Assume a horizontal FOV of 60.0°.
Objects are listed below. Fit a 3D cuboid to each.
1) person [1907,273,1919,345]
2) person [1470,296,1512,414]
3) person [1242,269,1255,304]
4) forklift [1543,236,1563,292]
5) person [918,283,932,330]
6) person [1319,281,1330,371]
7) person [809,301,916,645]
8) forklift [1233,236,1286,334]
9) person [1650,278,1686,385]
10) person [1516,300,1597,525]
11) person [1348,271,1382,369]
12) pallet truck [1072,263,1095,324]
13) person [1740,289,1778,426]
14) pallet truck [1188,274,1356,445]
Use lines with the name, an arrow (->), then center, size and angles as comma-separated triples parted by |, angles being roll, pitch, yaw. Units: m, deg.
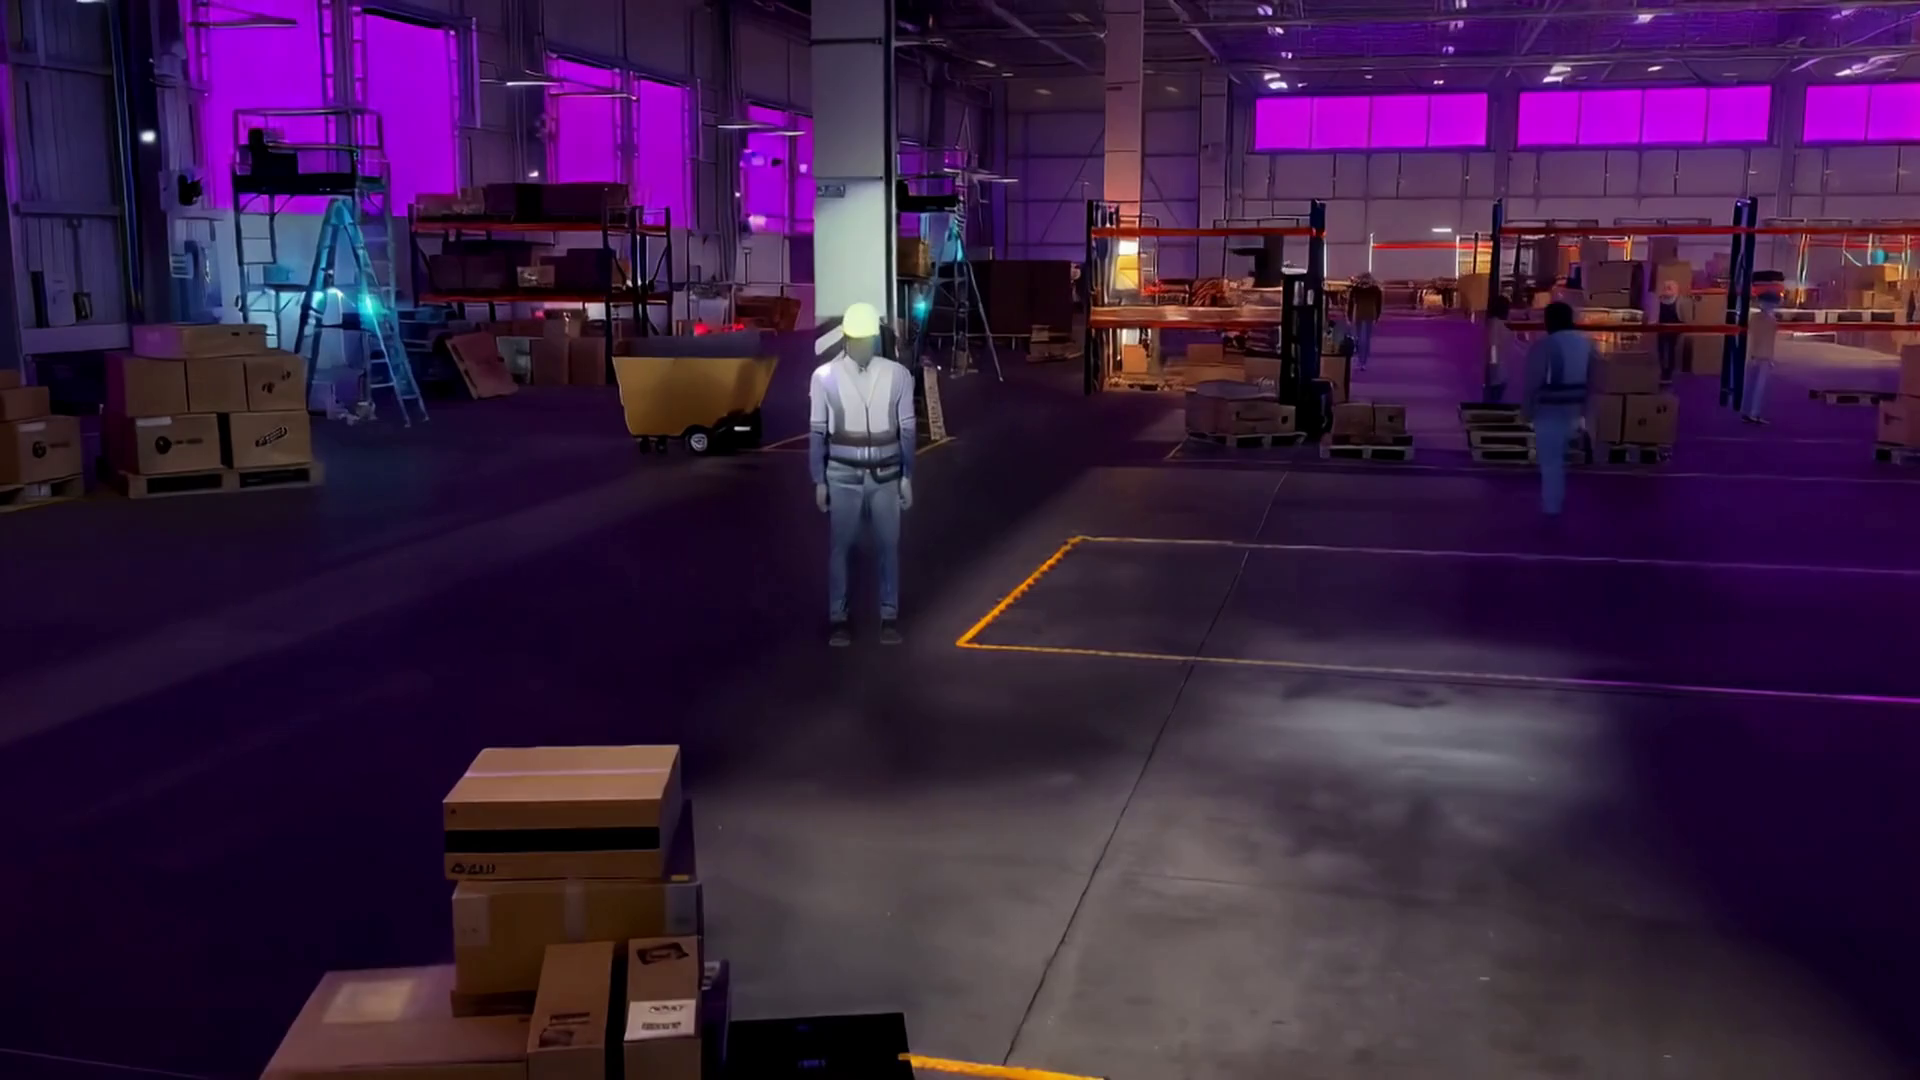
person -> 18.245, -4.115, 31.509 | 0.405, 1.911, 0.593 | -4, 10, -20
person -> 6.869, -2.286, 21.359 | 0.426, 1.685, 0.548 | 6, 11, 30
person -> 8.690, -7.184, 49.824 | 0.594, 1.831, 0.999 | 8, 13, 40
forklift -> 18.479, -8.084, 51.999 | 1.873, 2.768, 1.129 | 2, 10, 14
person -> -1.000, -7.312, 50.274 | 0.544, 1.928, 0.392 | -8, 12, -39
person -> 6.901, -4.114, 31.992 | 0.484, 1.739, 0.320 | -3, 10, -16
person -> -0.544, -0.361, 9.319 | 0.600, 1.940, 0.419 | -2, 10, -10
forklift -> 8.691, -7.087, 46.132 | 1.873, 2.768, 1.129 | 5, 11, 27
person -> 12.014, -3.530, 28.270 | 0.461, 1.831, 0.556 | -6, 12, -33
person -> 4.822, -1.036, 13.597 | 0.660, 1.826, 0.539 | -4, 11, -25
person -> 7.915, -4.299, 32.565 | 0.620, 1.910, 0.609 | 2, 10, 14
pallet truck -> 4.325, -8.180, 55.162 | 0.823, 1.965, 1.885 | 6, 11, 31
person -> 10.446, -2.372, 21.653 | 0.528, 1.765, 0.328 | -6, 11, -31
pallet truck -> 3.653, -2.138, 19.590 | 1.885, 1.965, 0.823 | -4, 10, -20
